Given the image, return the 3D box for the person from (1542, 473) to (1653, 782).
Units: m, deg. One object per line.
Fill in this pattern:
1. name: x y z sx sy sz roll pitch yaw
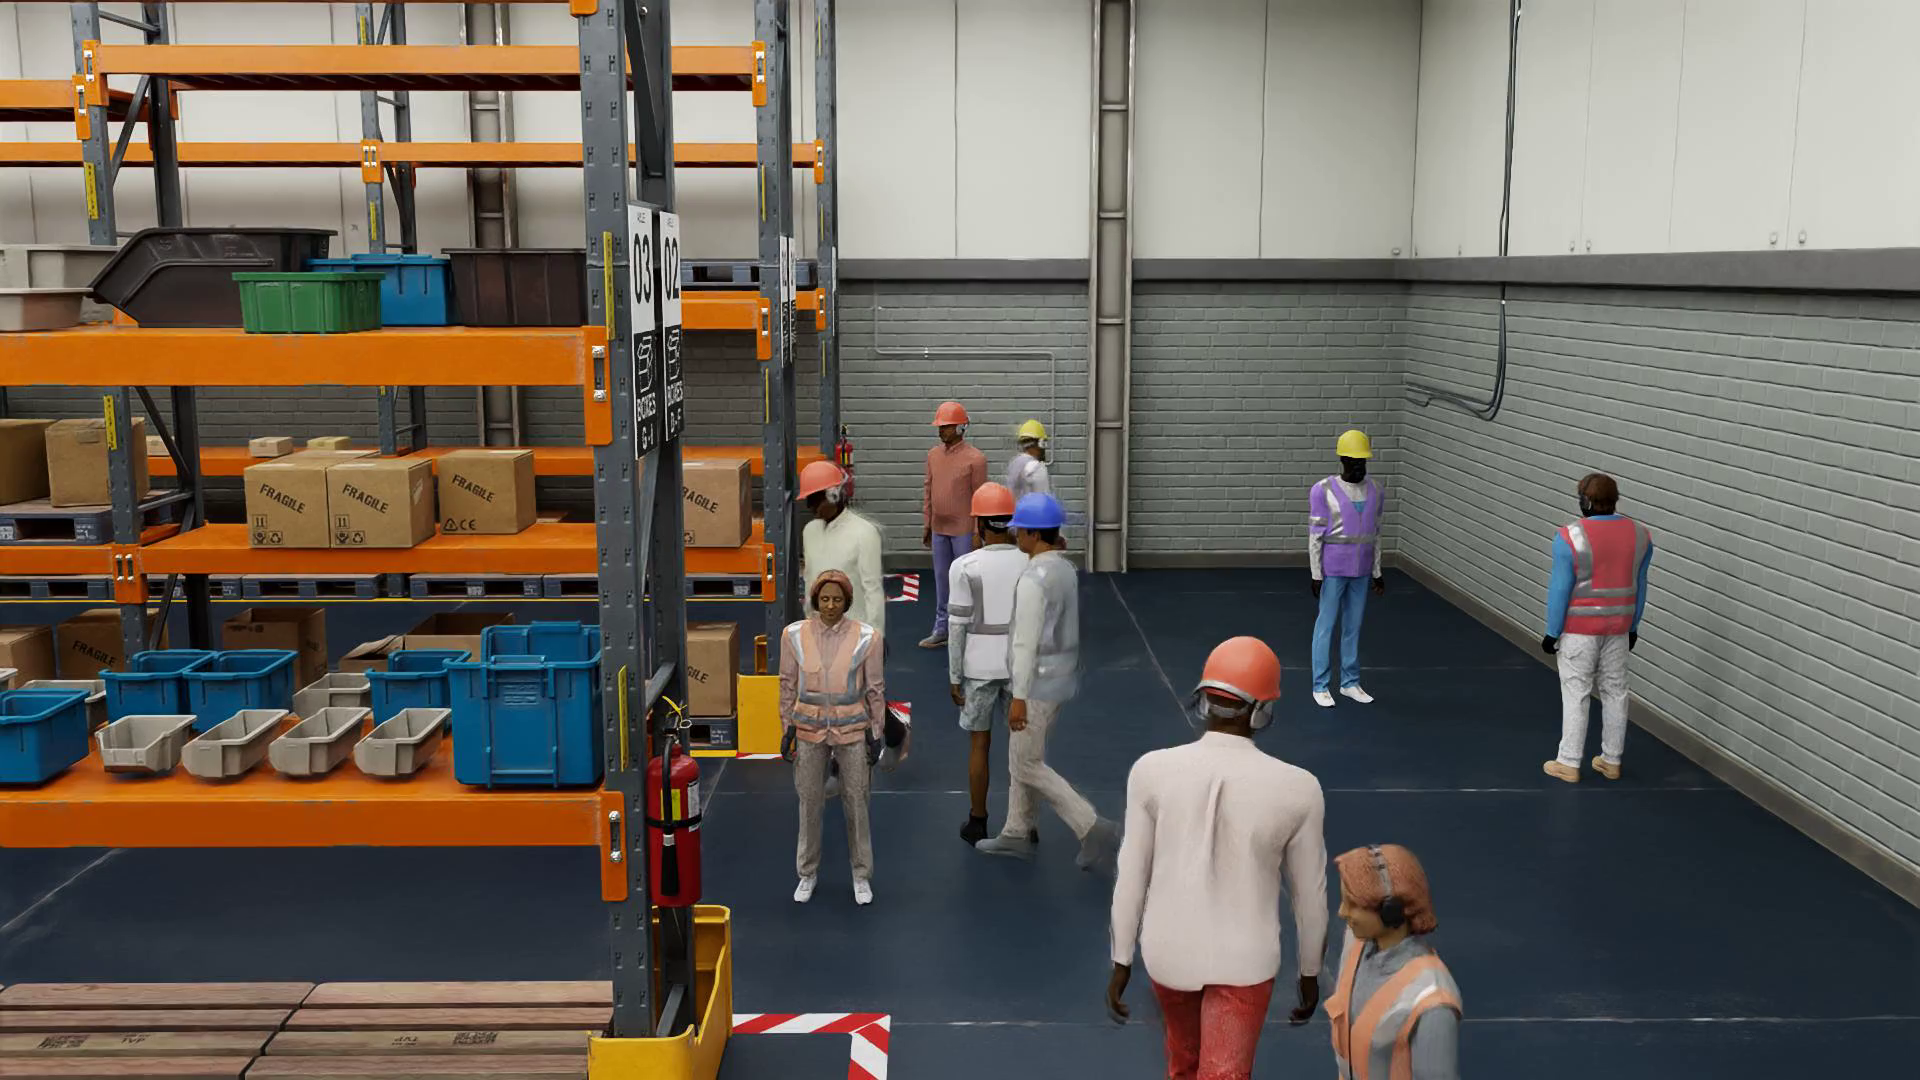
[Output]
1. person: 3.741 0.519 9.855 0.621 1.844 0.429 -2 9 -11

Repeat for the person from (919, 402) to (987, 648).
1. person: -0.058 -0.101 13.179 0.622 1.993 0.381 8 12 40

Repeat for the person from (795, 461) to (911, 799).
1. person: -0.622 0.503 9.647 0.633 1.952 0.634 9 13 42

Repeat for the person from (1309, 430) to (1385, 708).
1. person: 2.696 0.196 11.566 0.585 1.928 0.370 -4 10 -21

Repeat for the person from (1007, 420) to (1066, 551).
1. person: 0.607 -0.086 13.727 0.666 1.784 0.582 -1 9 -3

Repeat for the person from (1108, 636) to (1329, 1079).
1. person: 0.784 1.264 5.055 0.642 1.926 1.066 4 10 21

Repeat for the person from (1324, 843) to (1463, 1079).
1. person: 1.099 1.545 4.215 0.344 1.624 0.542 -2 9 -12

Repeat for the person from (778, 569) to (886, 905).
1. person: -0.607 0.939 7.929 0.515 1.633 0.317 1 9 5

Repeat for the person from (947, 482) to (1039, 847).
1. person: 0.187 0.657 8.754 0.547 1.929 0.385 -2 10 -15

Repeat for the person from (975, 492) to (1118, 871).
1. person: 0.430 0.719 8.352 0.742 1.929 0.641 3 10 17
